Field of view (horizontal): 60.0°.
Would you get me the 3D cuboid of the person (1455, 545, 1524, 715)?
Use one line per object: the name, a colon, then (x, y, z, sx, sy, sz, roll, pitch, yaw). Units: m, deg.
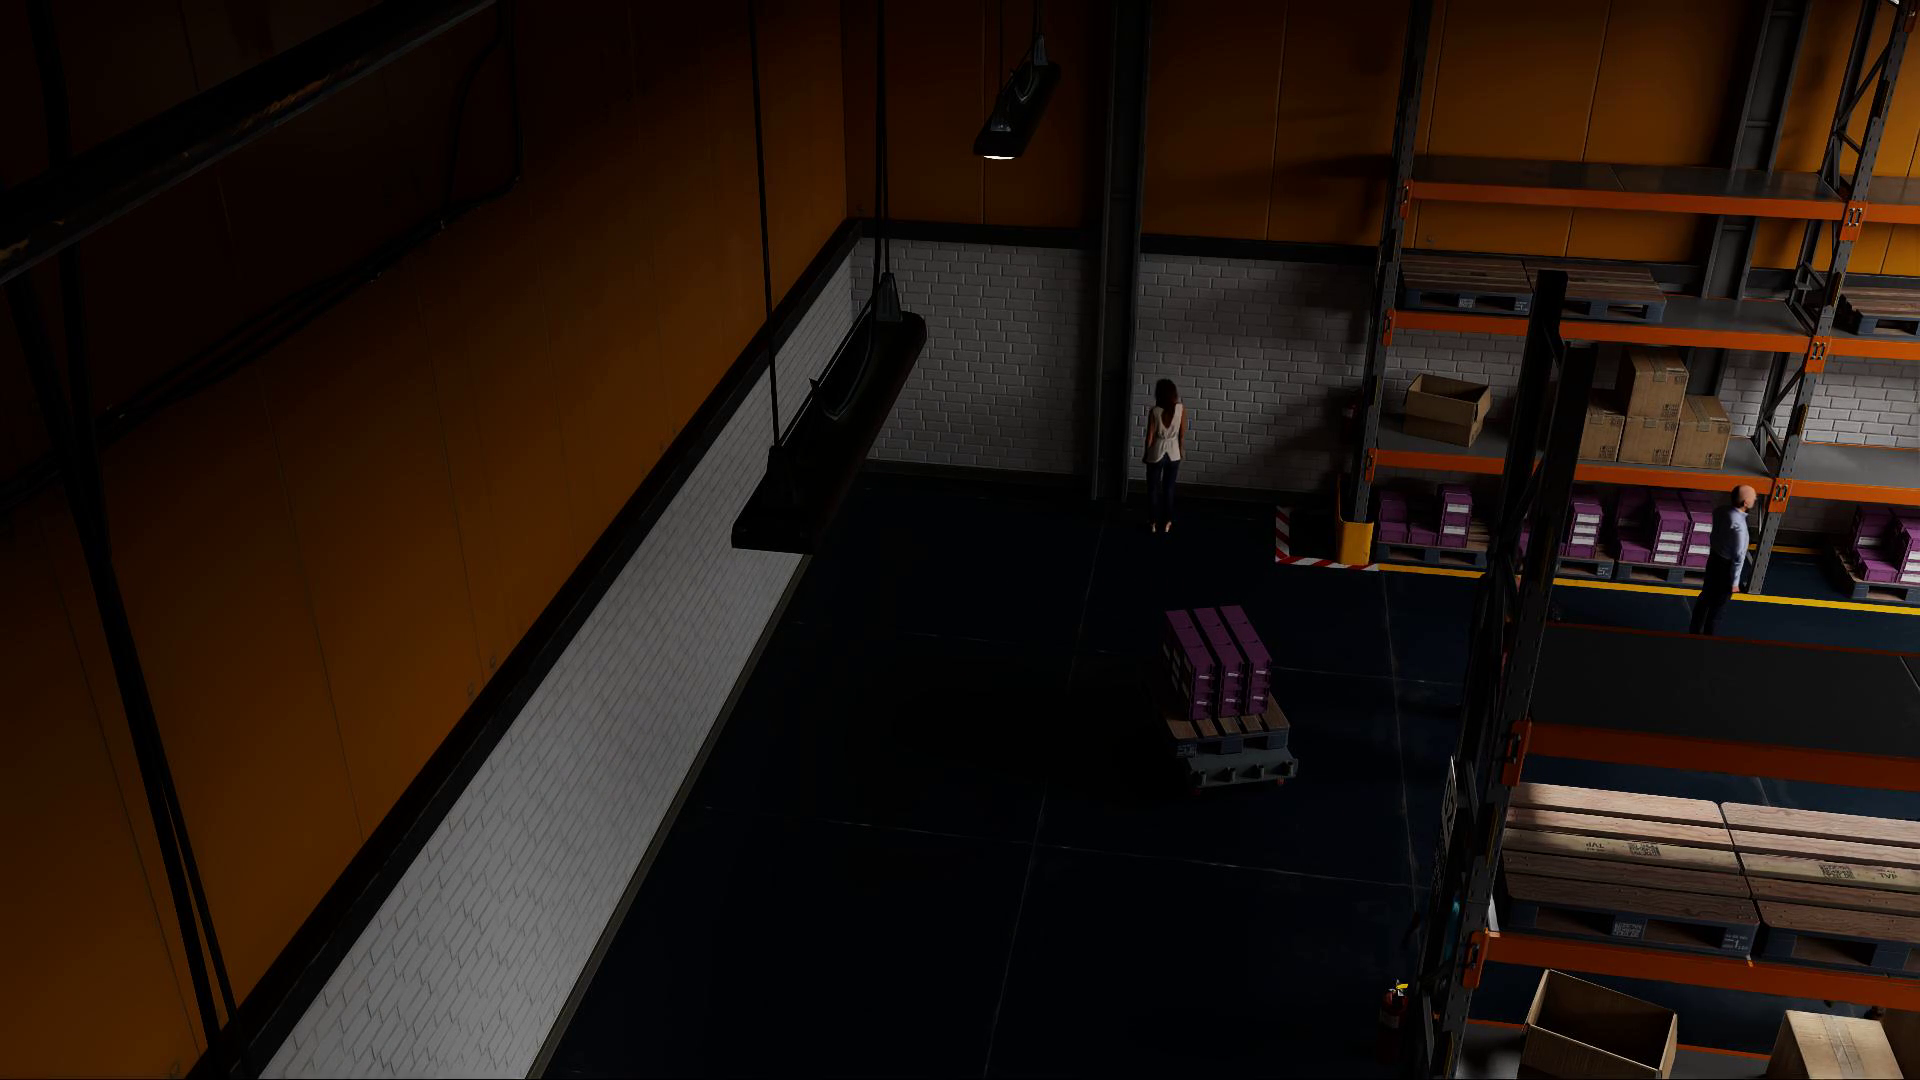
person: (4.694, 0.809, 14.657, 0.475, 1.786, 0.601, 5, 29, 9)

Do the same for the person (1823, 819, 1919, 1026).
person: (6.296, 2.619, 11.319, 0.957, 1.806, 1.016, -18, 34, -30)

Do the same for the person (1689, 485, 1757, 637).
person: (7.159, 0.290, 15.604, 0.664, 1.792, 0.697, -3, 29, -5)

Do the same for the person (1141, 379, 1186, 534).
person: (2.180, -0.895, 17.785, 0.608, 1.782, 0.746, -4, 29, -7)

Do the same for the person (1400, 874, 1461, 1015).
person: (3.327, 2.792, 11.414, 1.028, 1.411, 0.896, -13, 31, -23)
